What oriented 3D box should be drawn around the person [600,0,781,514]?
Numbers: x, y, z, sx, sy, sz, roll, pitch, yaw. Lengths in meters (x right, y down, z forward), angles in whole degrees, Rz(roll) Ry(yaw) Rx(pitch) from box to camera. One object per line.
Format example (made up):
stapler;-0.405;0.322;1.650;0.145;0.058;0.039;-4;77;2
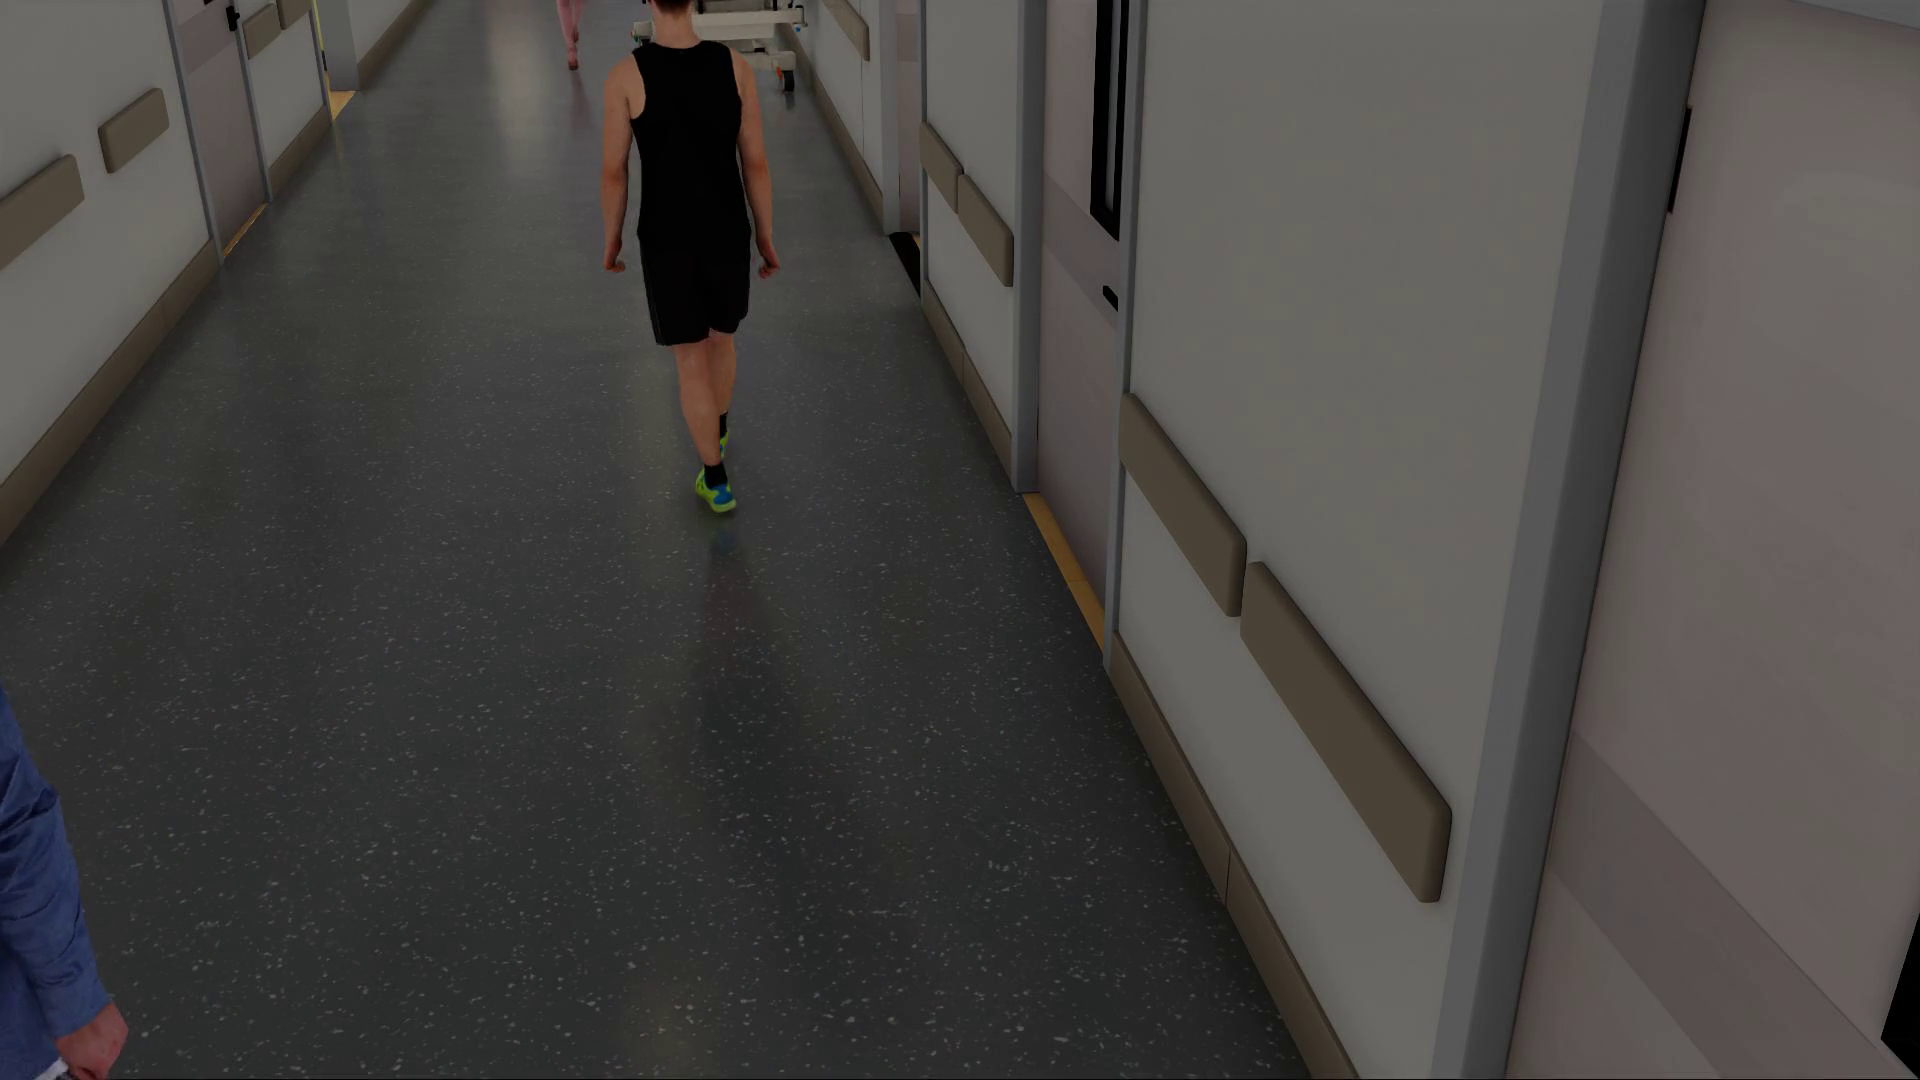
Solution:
person;-0.867;-0.973;5.520;0.942;1.869;0.879;-9;27;-18
